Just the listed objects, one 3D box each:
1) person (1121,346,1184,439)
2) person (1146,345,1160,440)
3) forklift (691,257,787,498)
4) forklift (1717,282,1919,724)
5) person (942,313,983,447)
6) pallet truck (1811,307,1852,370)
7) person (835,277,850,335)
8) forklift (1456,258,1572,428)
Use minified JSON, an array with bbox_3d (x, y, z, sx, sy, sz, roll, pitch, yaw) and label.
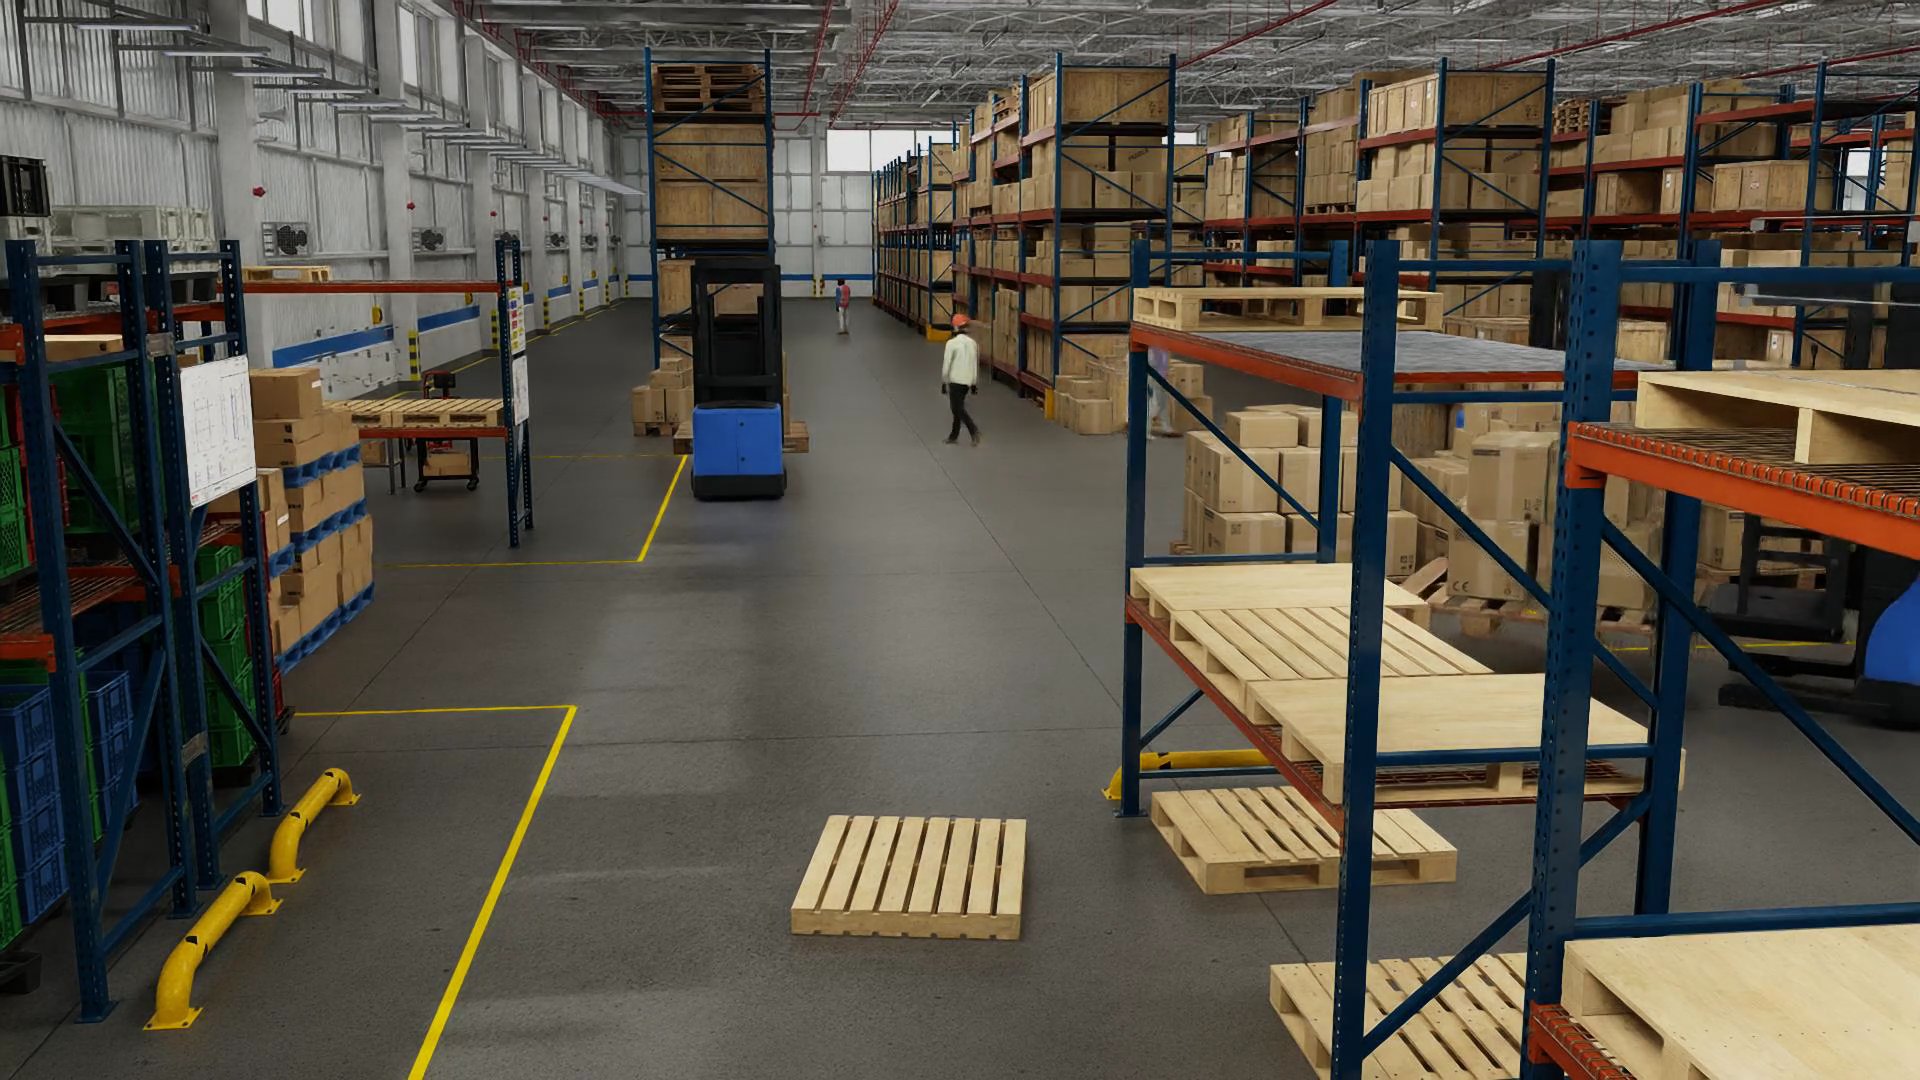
[{"bbox_3d":[2.932,-2.467,25.314,0.913,1.915,0.635,0,10,0],"label":"person"},{"bbox_3d":[2.832,-2.303,25.168,0.397,1.619,0.557,0,10,-1],"label":"person"},{"bbox_3d":[-2.677,-1.998,20.002,1.129,2.768,1.873,-1,10,-6],"label":"forklift"},{"bbox_3d":[5.990,-0.294,10.565,1.873,2.768,1.129,5,12,28],"label":"forklift"},{"bbox_3d":[0.043,-2.338,24.439,0.865,1.972,0.625,9,14,41],"label":"person"},{"bbox_3d":[15.846,-3.142,28.793,1.885,1.965,0.823,2,10,12],"label":"pallet truck"},{"bbox_3d":[-3.797,-7.536,53.599,0.430,1.837,0.626,7,12,34],"label":"person"},{"bbox_3d":[6.666,-1.762,18.698,1.873,2.768,1.129,-1,10,-7],"label":"forklift"}]
